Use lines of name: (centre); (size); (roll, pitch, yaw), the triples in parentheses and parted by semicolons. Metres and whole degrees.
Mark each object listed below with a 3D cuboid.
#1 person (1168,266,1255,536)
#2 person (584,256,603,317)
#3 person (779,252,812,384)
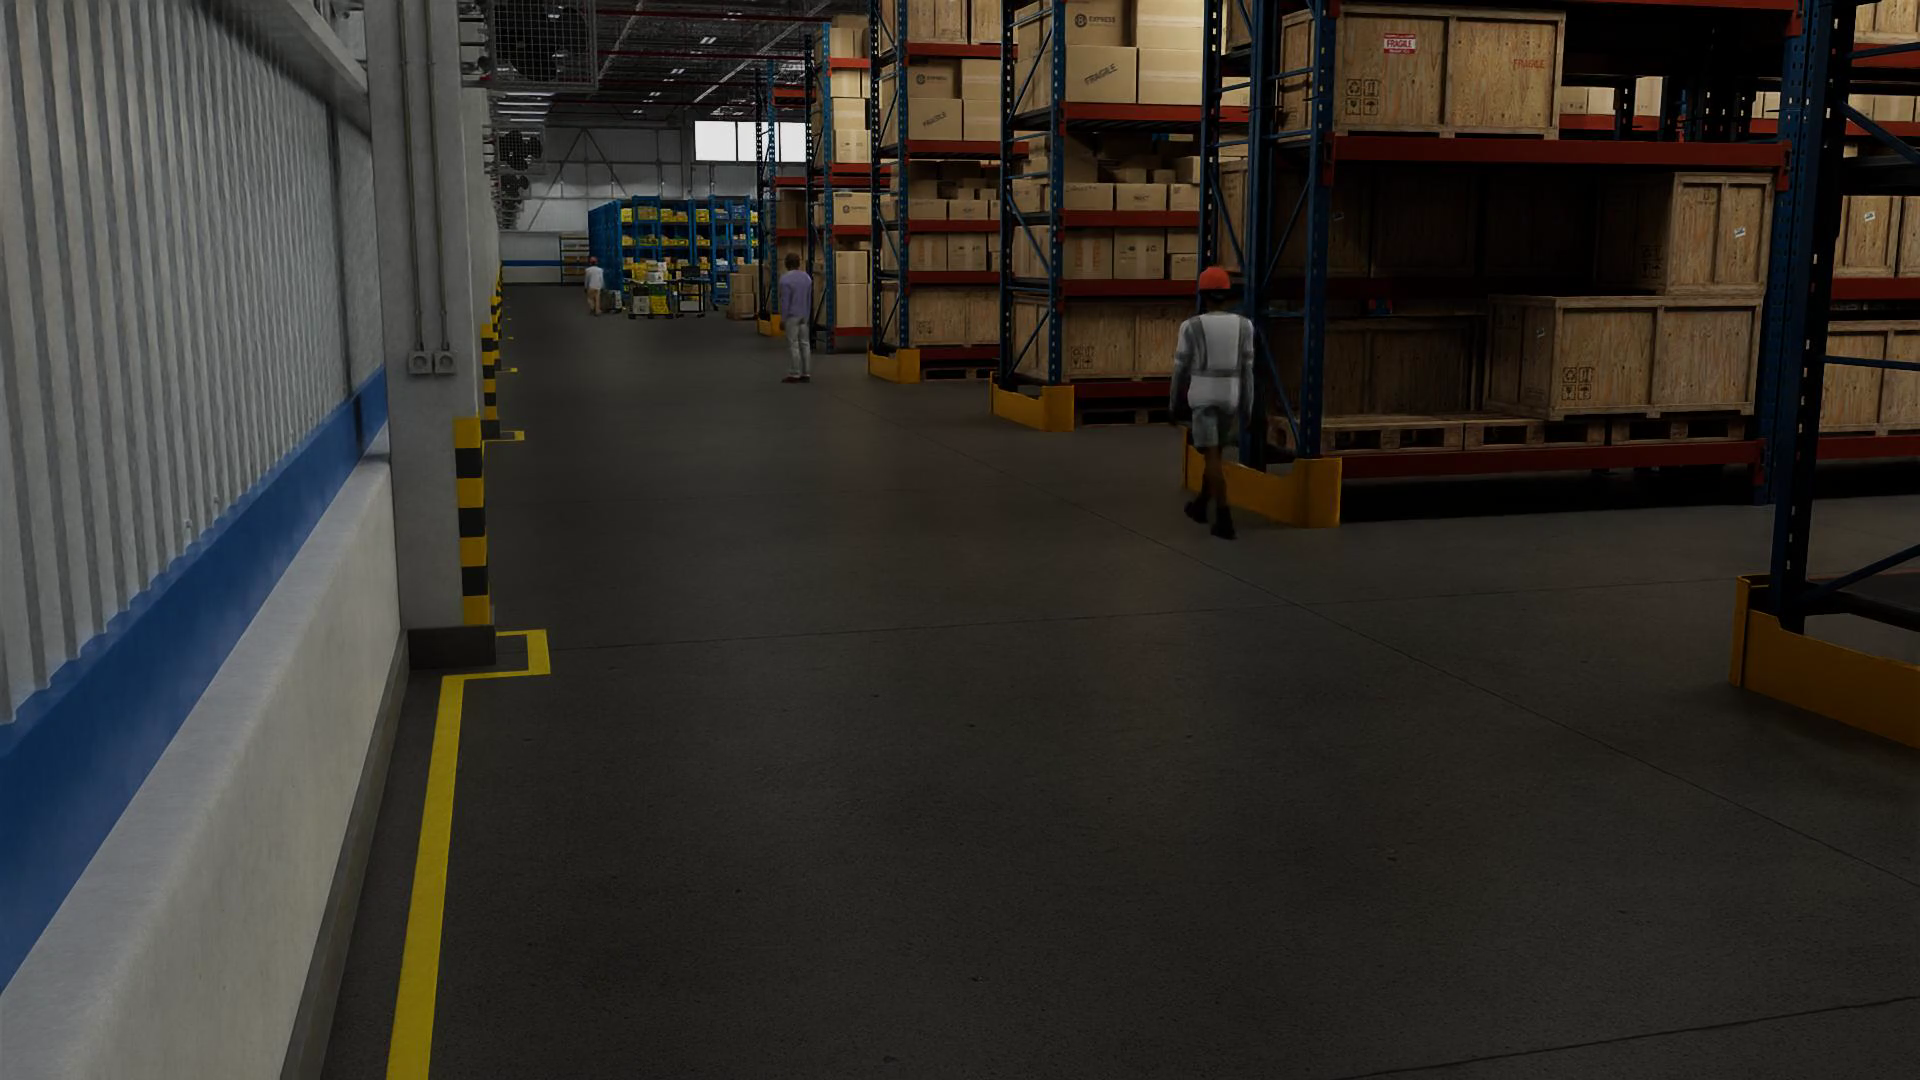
person: (1.787, -0.995, 11.842); (0.566, 1.882, 1.017); (-2, 10, -12)
person: (-10.578, -7.285, 47.869); (0.597, 1.723, 0.732); (-6, 12, -32)
person: (-2.445, -3.283, 24.637); (0.376, 1.937, 0.629); (8, 13, 37)
